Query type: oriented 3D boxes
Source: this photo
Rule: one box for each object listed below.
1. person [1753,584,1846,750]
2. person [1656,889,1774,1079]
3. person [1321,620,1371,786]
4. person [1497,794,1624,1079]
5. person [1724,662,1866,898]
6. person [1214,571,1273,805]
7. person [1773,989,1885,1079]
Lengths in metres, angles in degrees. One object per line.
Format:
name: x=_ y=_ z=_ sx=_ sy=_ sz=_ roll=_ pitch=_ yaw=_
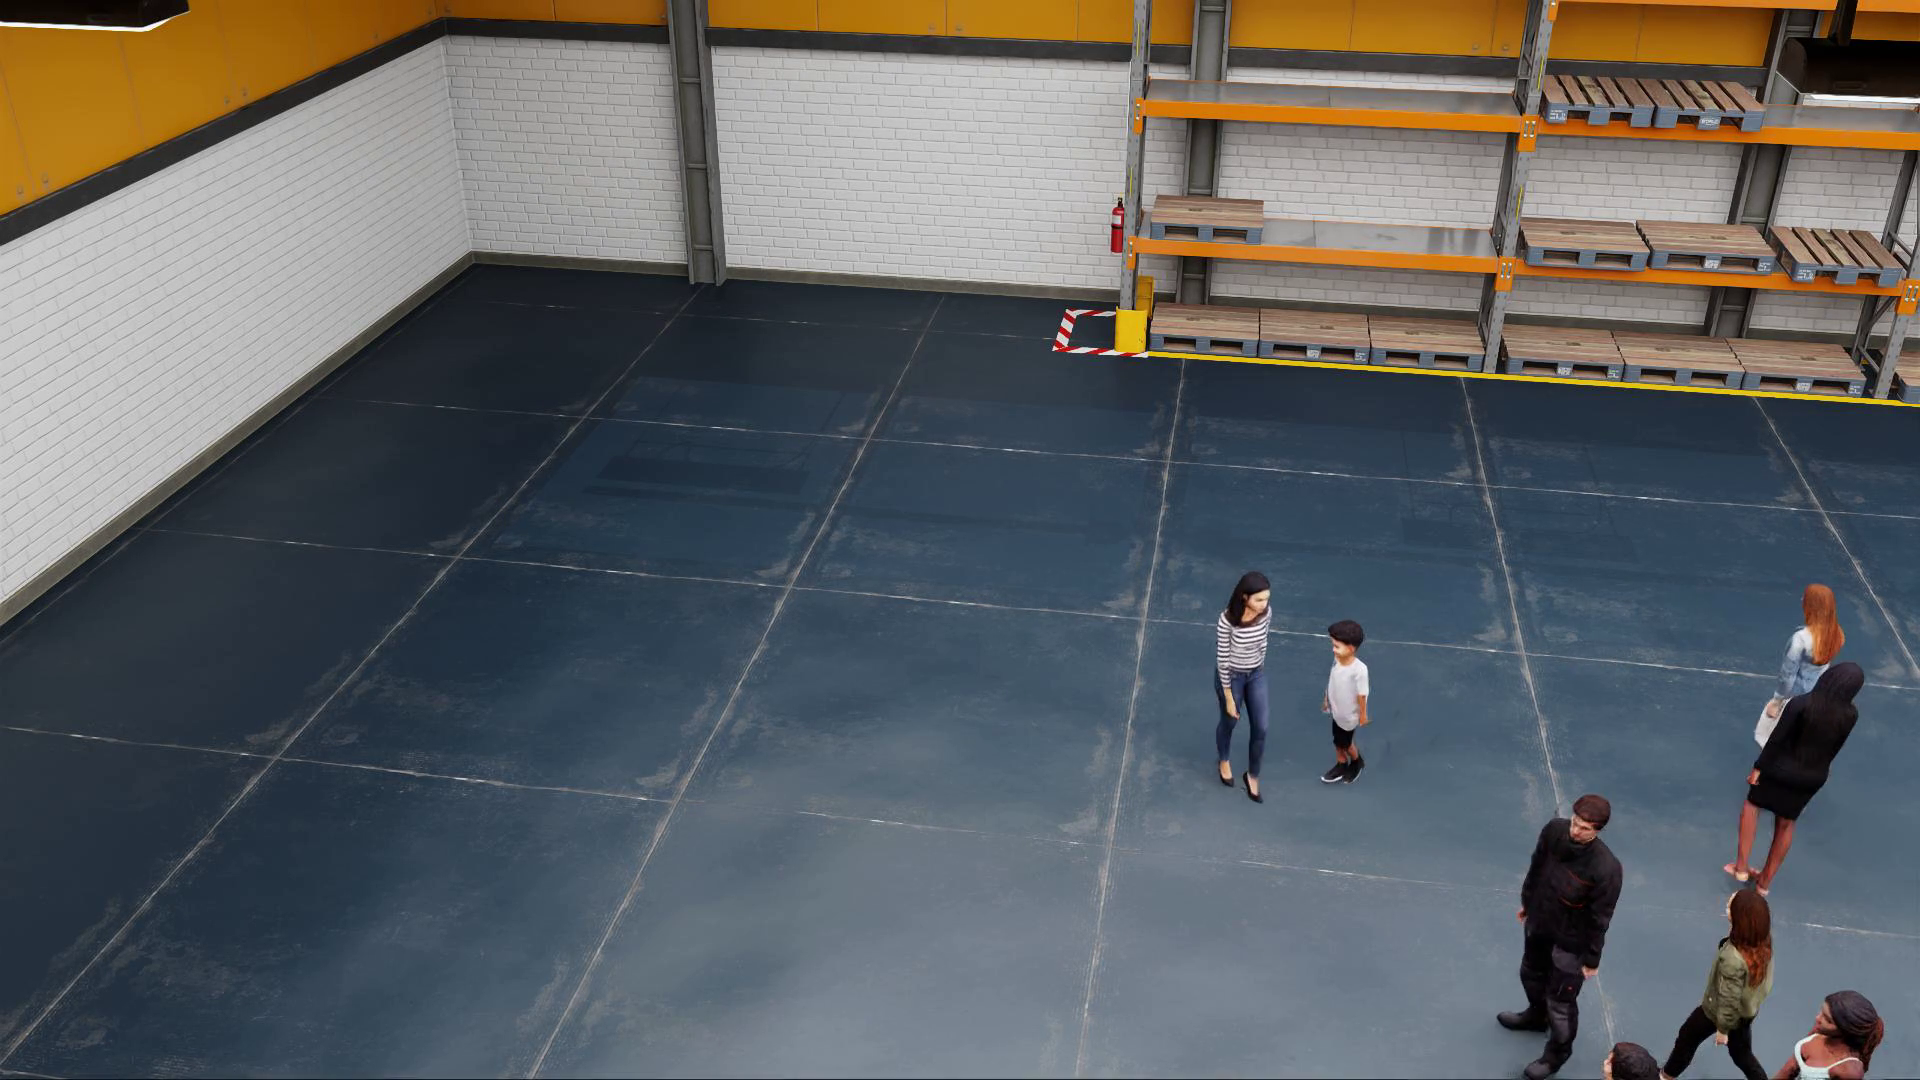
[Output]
person: x=5.627 y=1.100 z=11.036 sx=0.797 sy=1.688 sz=0.858 roll=-14 pitch=32 yaw=-24
person: x=4.107 y=2.502 z=8.725 sx=1.080 sy=1.441 sz=0.978 roll=24 pitch=37 yaw=37
person: x=2.716 y=1.111 z=11.480 sx=0.667 sy=1.245 sz=0.617 roll=-16 pitch=33 yaw=-27
person: x=3.284 y=2.109 z=9.035 sx=0.834 sy=1.834 sz=0.846 roll=-6 pitch=29 yaw=-10
person: x=5.183 y=1.486 z=10.326 sx=0.561 sy=1.692 sz=0.781 roll=-4 pitch=29 yaw=-8
person: x=1.830 y=0.939 z=11.251 sx=0.794 sy=1.766 sz=0.842 roll=-11 pitch=30 yaw=-19
person: x=4.136 y=2.815 z=7.904 sx=1.193 sy=1.678 sz=0.629 roll=7 pitch=29 yaw=13
